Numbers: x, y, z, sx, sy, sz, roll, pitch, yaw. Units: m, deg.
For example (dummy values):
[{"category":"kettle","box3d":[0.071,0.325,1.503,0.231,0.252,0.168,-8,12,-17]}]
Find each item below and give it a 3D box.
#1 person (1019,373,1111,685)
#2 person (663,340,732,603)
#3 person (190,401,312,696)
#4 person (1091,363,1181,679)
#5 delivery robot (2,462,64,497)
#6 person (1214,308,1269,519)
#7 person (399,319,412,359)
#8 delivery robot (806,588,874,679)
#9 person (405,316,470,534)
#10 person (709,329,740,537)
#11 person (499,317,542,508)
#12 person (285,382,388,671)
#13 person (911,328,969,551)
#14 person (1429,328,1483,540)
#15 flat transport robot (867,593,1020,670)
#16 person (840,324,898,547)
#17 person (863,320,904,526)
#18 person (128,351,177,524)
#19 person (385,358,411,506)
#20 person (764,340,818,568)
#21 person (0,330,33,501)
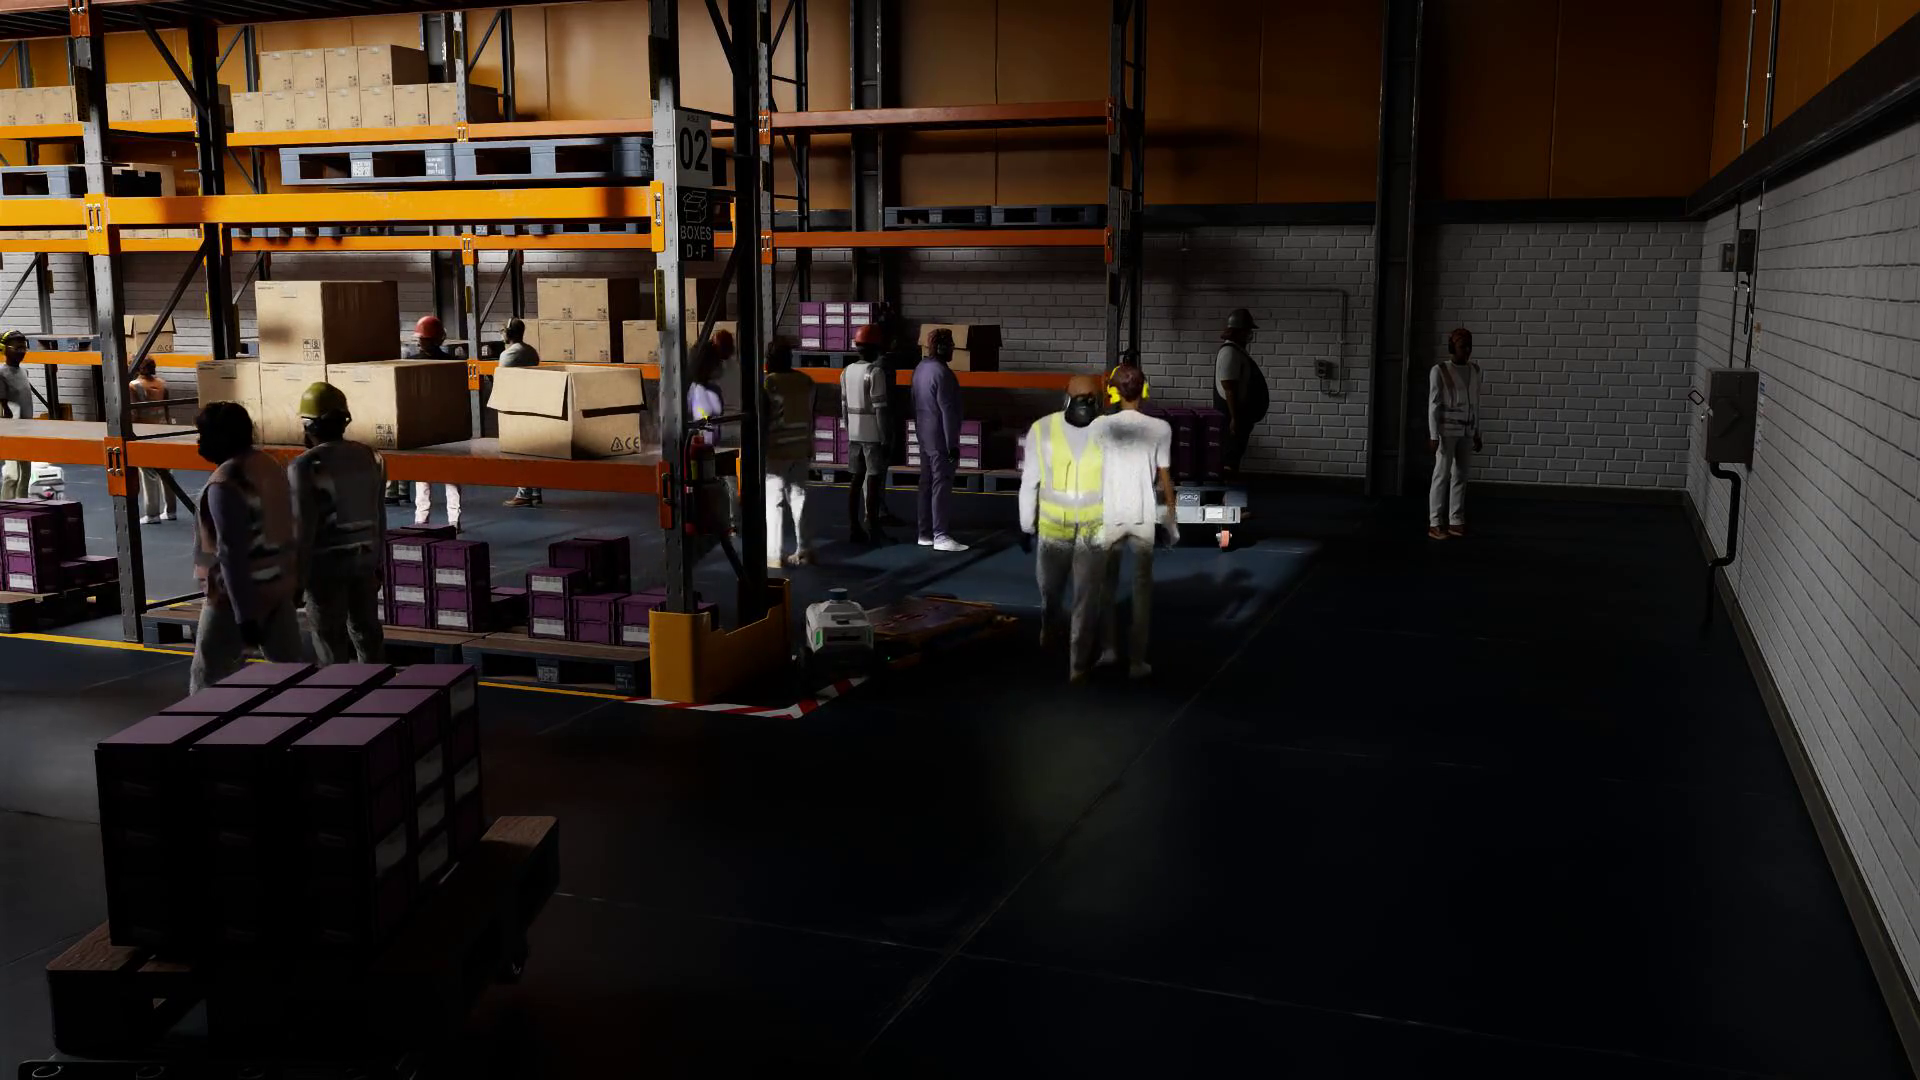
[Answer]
[{"category":"person","box3d":[0.681,-0.101,9.842,0.644,1.810,0.755,1,9,4]},{"category":"person","box3d":[-1.831,-0.433,11.560,0.447,1.916,0.645,4,10,22]},{"category":"person","box3d":[-3.246,0.257,7.671,0.938,1.805,0.605,1,9,5]},{"category":"person","box3d":[1.009,-0.101,9.700,0.574,1.852,0.367,2,9,12]},{"category":"delivery robot","box3d":[-9.408,-0.646,16.874,0.707,0.478,0.477,7,11,38]},{"category":"person","box3d":[2.738,-1.234,16.206,0.539,2.000,0.689,2,9,9]},{"category":"person","box3d":[-6.552,-1.646,19.288,0.402,1.902,0.772,-6,11,-35]},{"category":"delivery robot","box3d":[-0.695,0.521,9.545,0.477,0.478,0.707,-1,9,-9]},{"category":"person","box3d":[-4.763,-1.031,15.092,0.610,1.989,0.392,0,9,-2]},{"category":"person","box3d":[-2.182,-0.971,15.098,0.599,1.864,0.652,-5,10,-30]},{"category":"person","box3d":[-4.473,-1.294,16.903,0.374,1.939,0.629,2,9,12]},{"category":"person","box3d":[-3.111,0.131,8.280,0.403,1.835,0.586,5,10,27]},{"category":"person","box3d":[-0.163,-0.858,14.265,0.408,1.906,0.652,-5,10,-27]},{"category":"person","box3d":[4.441,-0.948,14.898,0.585,1.882,0.343,-5,10,-27]},{"category":"flat transport robot","box3d":[-0.274,0.560,10.480,0.652,0.197,1.431,6,11,33]},{"category":"person","box3d":[-0.792,-0.904,14.461,0.358,1.938,0.542,-8,12,-43]},{"category":"person","box3d":[-0.746,-1.099,15.678,0.362,1.939,0.636,-2,9,-15]},{"category":"person","box3d":[-7.693,-0.968,15.789,0.315,1.640,0.515,3,9,16]},{"category":"person","box3d":[-5.851,-1.255,17.000,0.404,1.827,0.602,2,9,10]},{"category":"person","box3d":[-1.427,-0.684,13.391,0.649,1.833,0.429,-8,12,-43]},{"category":"person","box3d":[-8.458,-0.944,14.939,0.314,1.864,0.533,0,9,-2]}]
